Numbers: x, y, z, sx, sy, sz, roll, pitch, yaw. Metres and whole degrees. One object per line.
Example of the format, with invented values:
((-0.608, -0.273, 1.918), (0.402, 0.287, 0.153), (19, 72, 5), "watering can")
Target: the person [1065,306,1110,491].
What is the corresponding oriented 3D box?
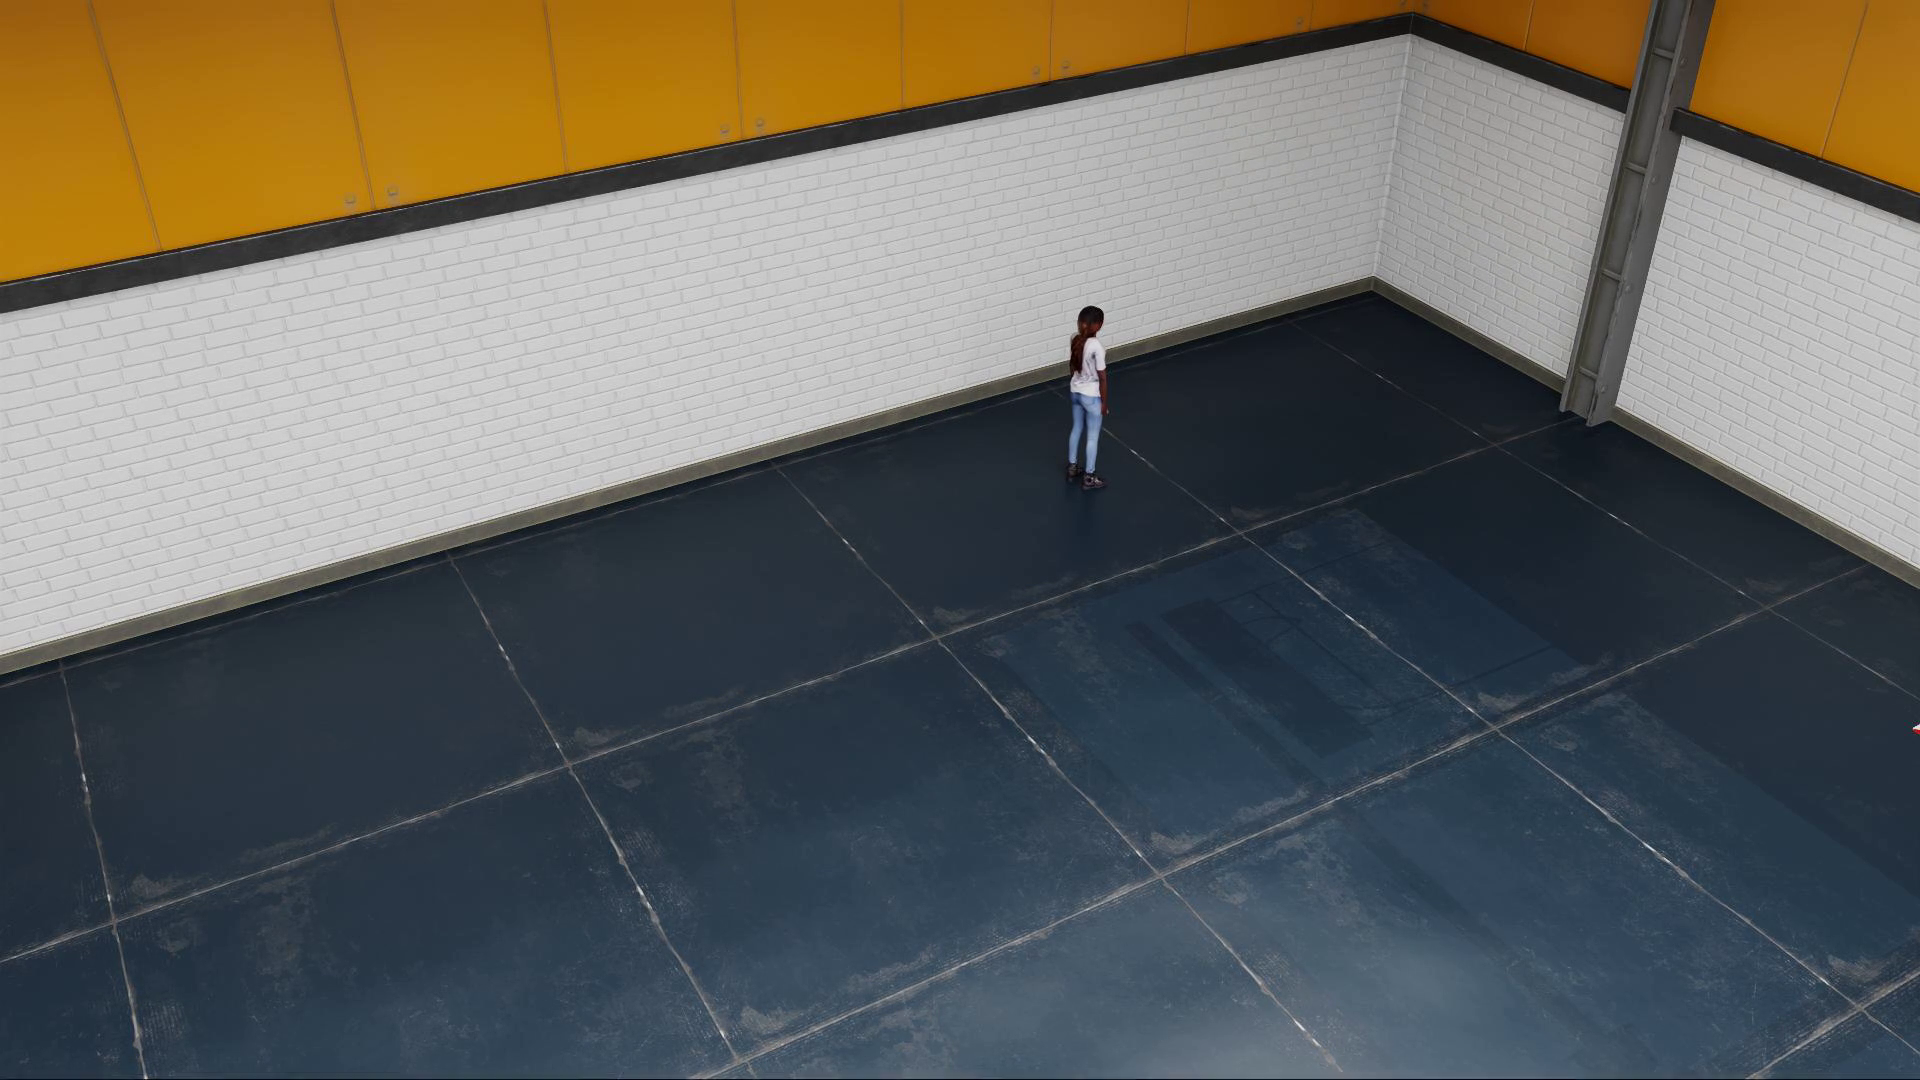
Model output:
((1.112, -1.257, 14.565), (0.672, 1.719, 0.505), (-24, 40, -31), "person")
